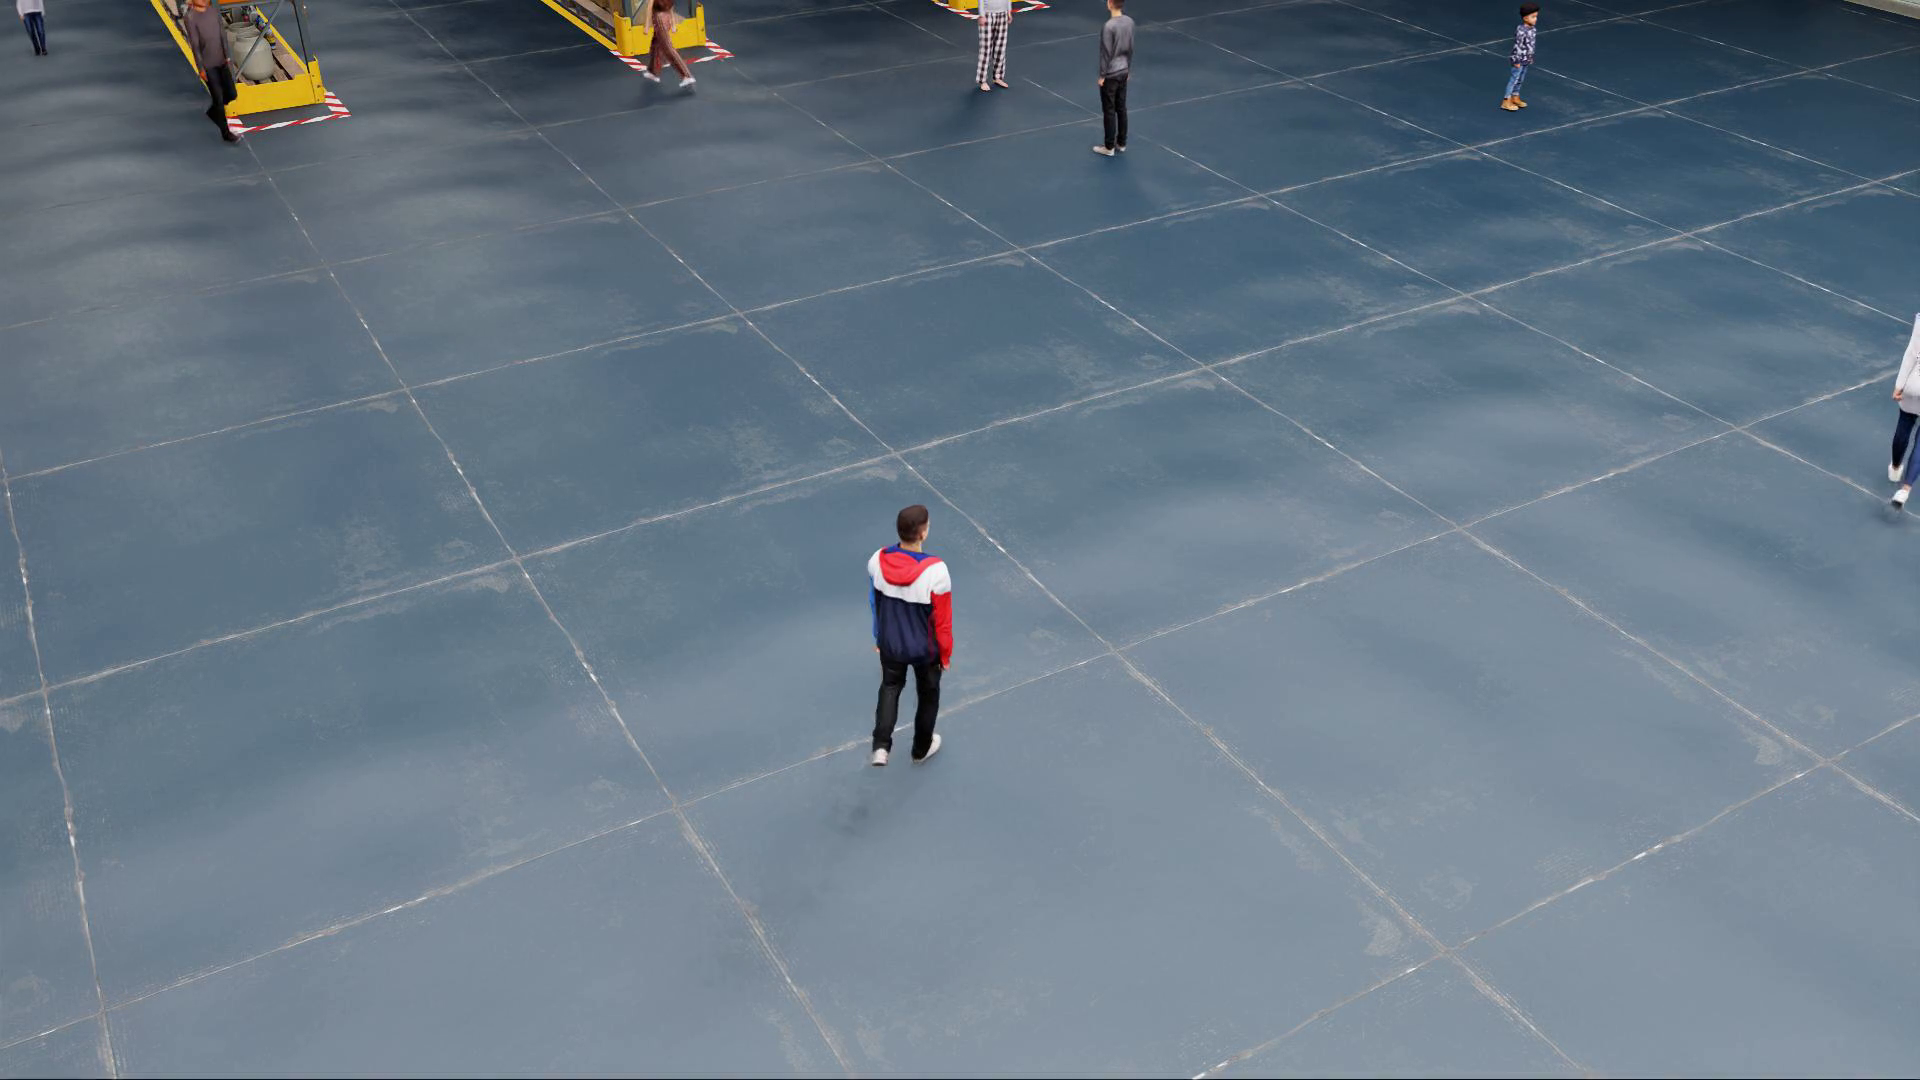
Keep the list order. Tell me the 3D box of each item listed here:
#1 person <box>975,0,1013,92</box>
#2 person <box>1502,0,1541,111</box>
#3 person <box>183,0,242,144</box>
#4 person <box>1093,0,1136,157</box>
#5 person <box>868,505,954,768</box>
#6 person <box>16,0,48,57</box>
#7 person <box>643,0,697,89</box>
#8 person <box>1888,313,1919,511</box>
[{"bbox_3d":[0.405,-6.470,20.341,0.611,1.848,0.508,-17,36,-25],"label":"person"},{"bbox_3d":[6.681,-5.752,19.765,0.523,1.248,0.519,-25,40,-34],"label":"person"},{"bbox_3d":[-8.452,-5.354,18.657,0.941,1.756,0.859,-20,37,-28],"label":"person"},{"bbox_3d":[1.701,-5.137,18.308,0.659,1.761,0.582,-25,40,-34],"label":"person"},{"bbox_3d":[-0.309,0.604,9.220,0.917,1.747,0.958,12,34,18],"label":"person"},{"bbox_3d":[-12.153,-6.923,21.756,0.461,1.103,0.509,-17,36,-25],"label":"person"},{"bbox_3d":[-3.589,-6.292,20.360,1.148,1.526,0.933,16,36,23],"label":"person"},{"bbox_3d":[6.899,-1.034,11.820,1.150,1.745,1.063,17,36,25],"label":"person"}]
